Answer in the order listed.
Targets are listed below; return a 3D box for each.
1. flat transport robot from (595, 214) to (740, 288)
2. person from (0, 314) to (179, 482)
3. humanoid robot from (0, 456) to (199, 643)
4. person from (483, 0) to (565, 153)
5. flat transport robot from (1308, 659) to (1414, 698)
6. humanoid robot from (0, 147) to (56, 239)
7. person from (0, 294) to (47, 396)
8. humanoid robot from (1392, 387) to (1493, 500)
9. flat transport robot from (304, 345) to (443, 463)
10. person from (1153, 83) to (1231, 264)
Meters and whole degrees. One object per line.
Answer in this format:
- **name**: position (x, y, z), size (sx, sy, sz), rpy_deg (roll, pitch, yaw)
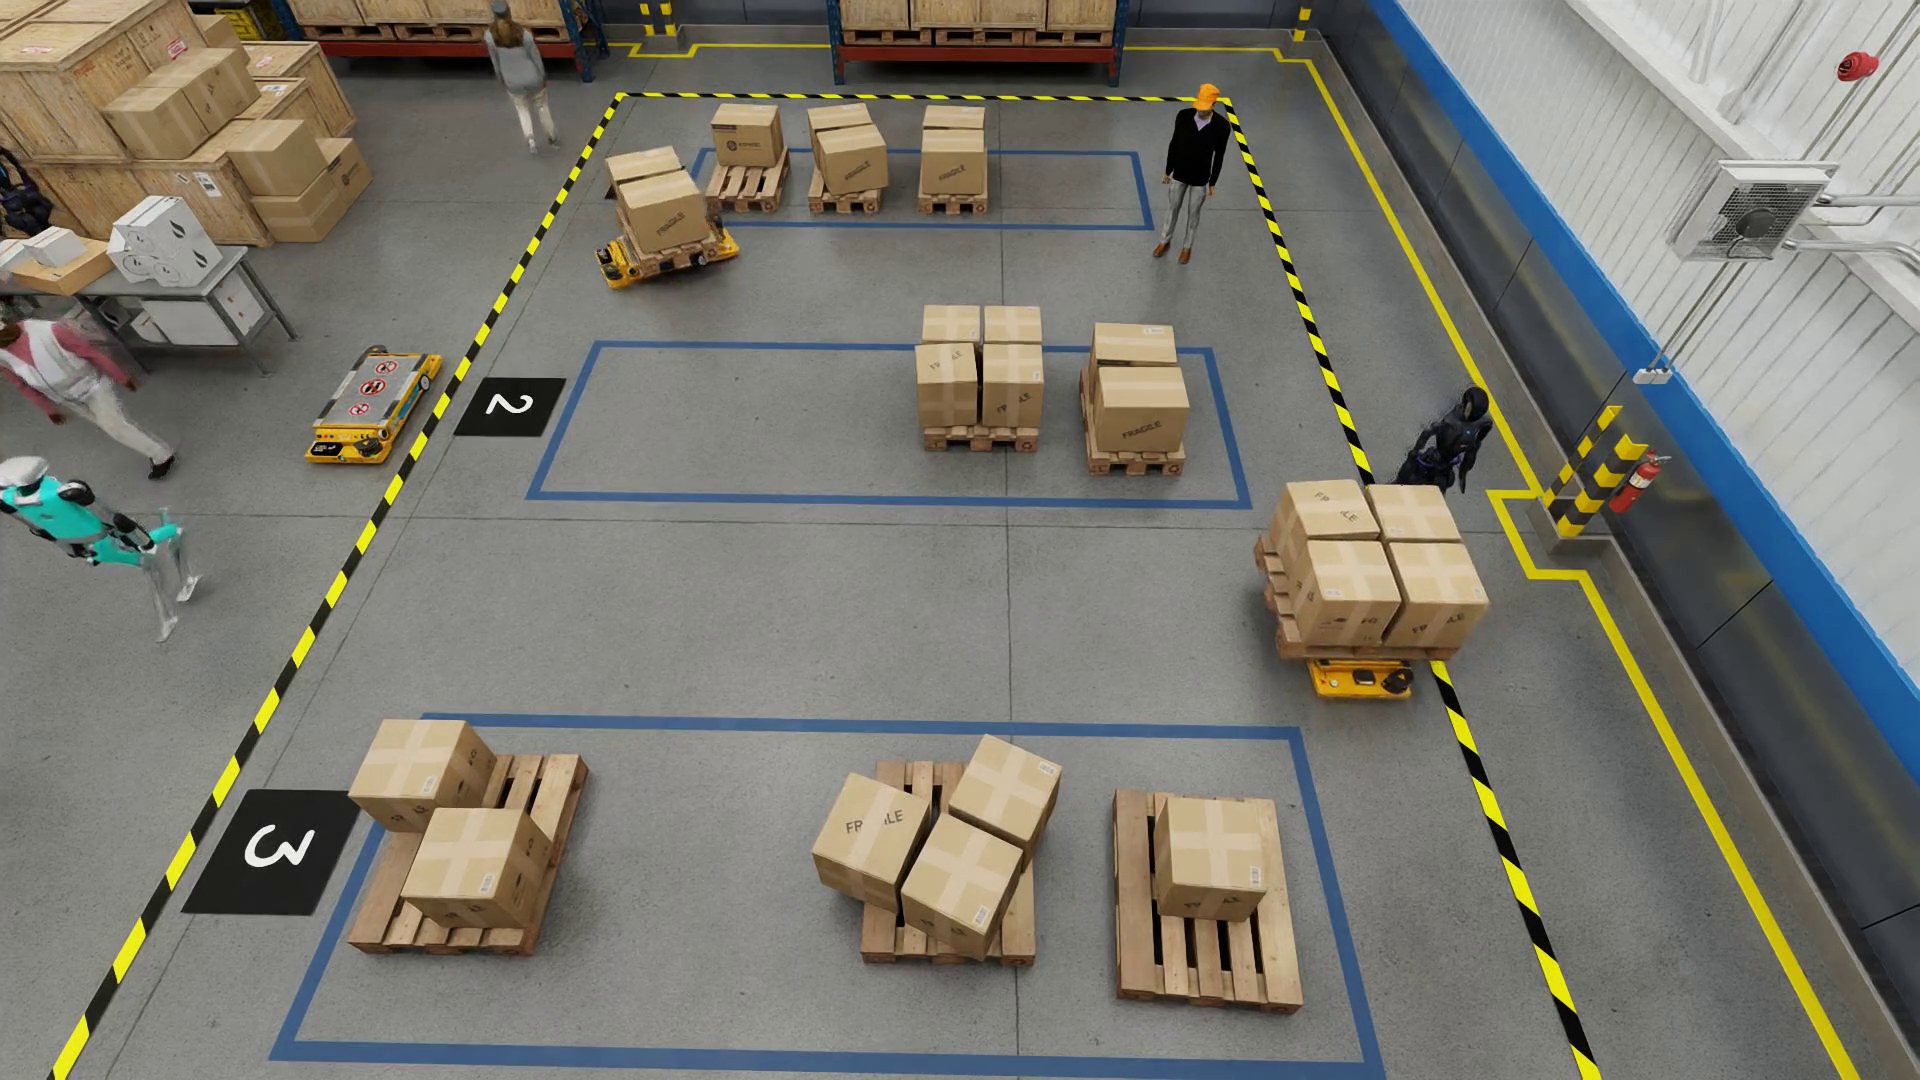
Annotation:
- **flat transport robot**: position (-3.219, -3.194, 10.051), size (1.431, 0.197, 0.652), rpy_deg (-21, 53, -17)
- **person**: position (-7.080, -1.166, 7.370), size (0.684, 1.782, 0.522), rpy_deg (-9, 50, -7)
- **humanoid robot**: position (-5.920, -0.083, 6.477), size (0.557, 1.771, 0.819), rpy_deg (-9, 50, -7)
- **person**: position (-5.313, -5.620, 11.141), size (0.572, 1.773, 0.399), rpy_deg (-10, 50, -8)
- **flat transport robot**: position (2.877, 0.521, 6.908), size (0.652, 0.197, 1.431), rpy_deg (1, 50, 1)
- **humanoid robot**: position (-9.534, -3.405, 9.346), size (0.690, 1.647, 0.599), rpy_deg (8, 50, 7)
- **person**: position (-8.815, -2.071, 7.983), size (0.870, 2.011, 0.609), rpy_deg (2, 50, 2)
- **humanoid robot**: position (3.535, -0.477, 6.851), size (0.611, 1.641, 0.510), rpy_deg (-7, 50, -6)
- **flat transport robot**: position (-5.383, -1.269, 8.441), size (0.659, 0.231, 1.431), rpy_deg (1, 50, 1)
- **person**: position (2.397, -3.780, 9.512), size (0.584, 1.879, 0.378), rpy_deg (22, 53, 18)
